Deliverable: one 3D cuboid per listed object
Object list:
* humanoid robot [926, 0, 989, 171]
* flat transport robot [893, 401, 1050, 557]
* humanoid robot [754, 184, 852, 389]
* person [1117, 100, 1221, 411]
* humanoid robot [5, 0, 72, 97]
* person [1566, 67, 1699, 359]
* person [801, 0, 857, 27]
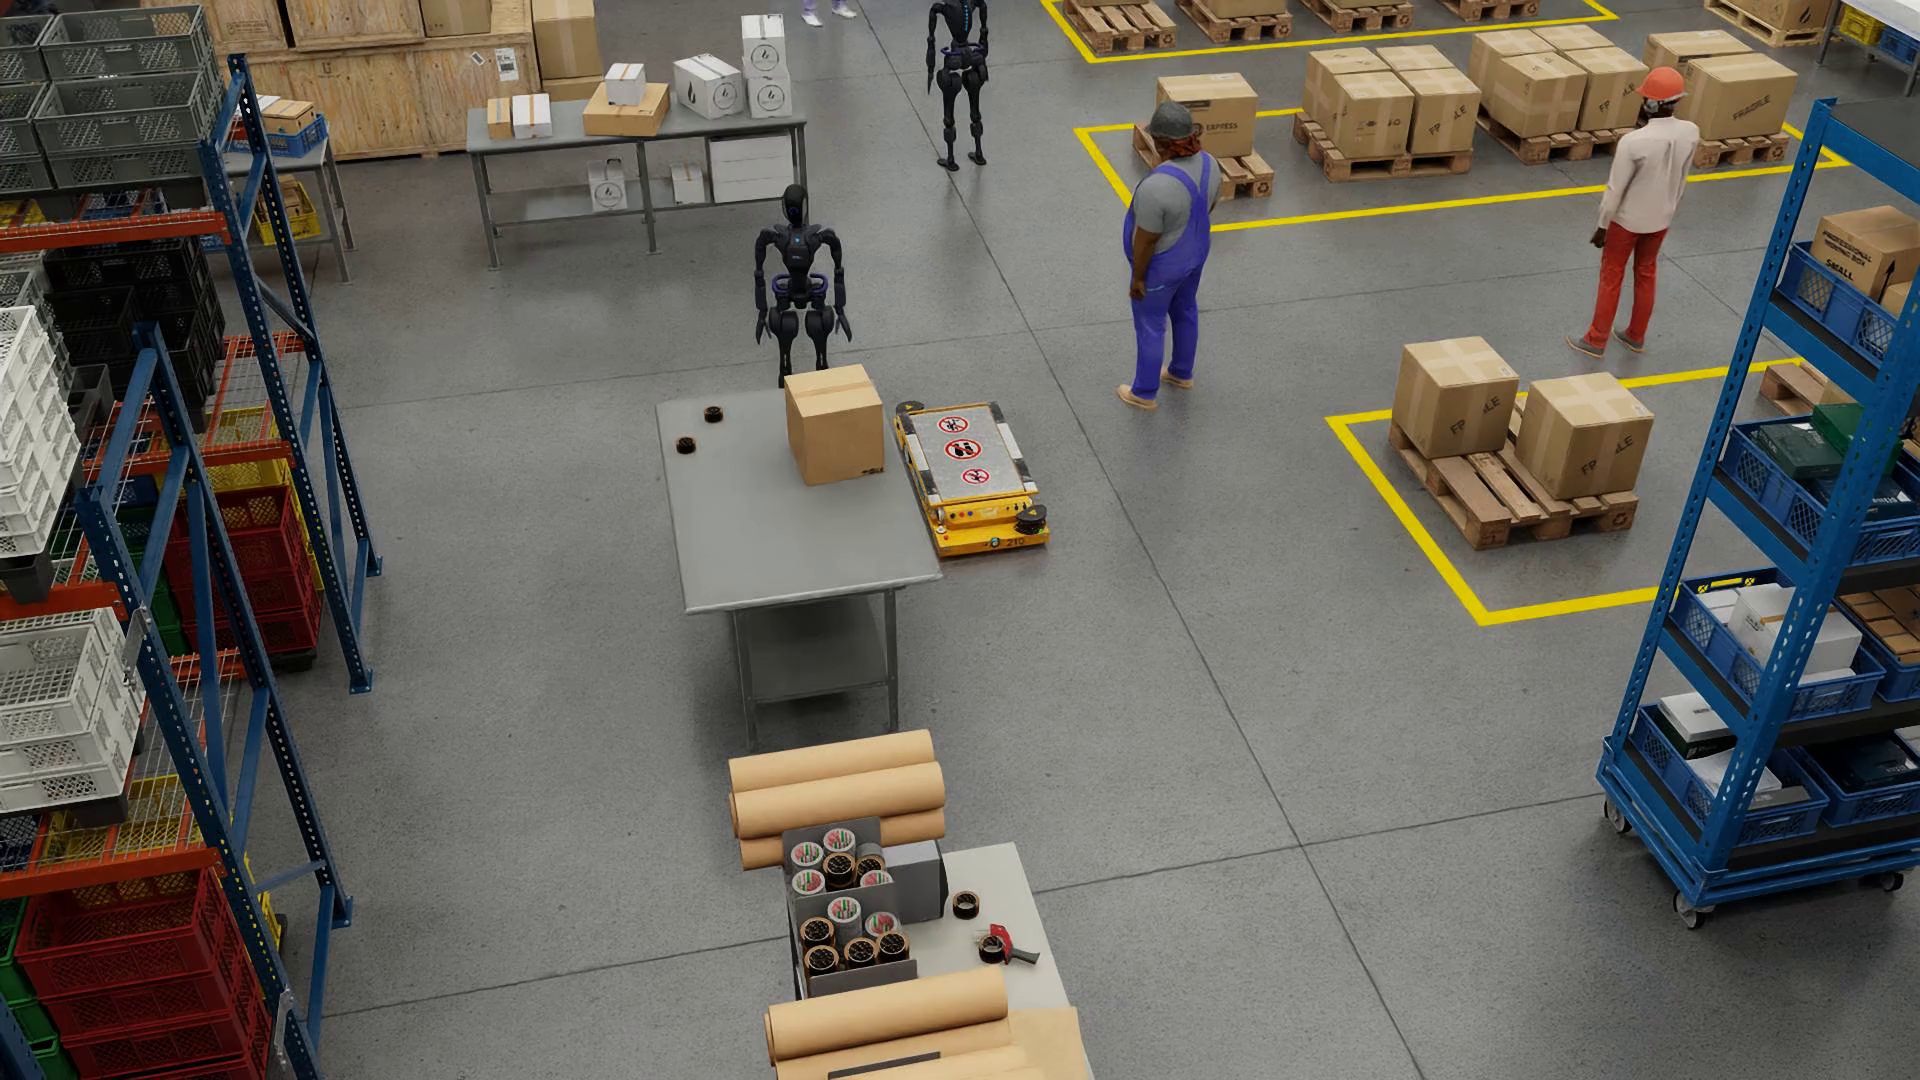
[{"bbox_3d":[-0.002,-3.863,13.564,0.572,1.651,0.339,-17,40,-21],"label":"humanoid robot"},{"bbox_3d":[0.046,-0.430,10.108,0.652,0.197,1.431,-8,37,-10],"label":"flat transport robot"},{"bbox_3d":[-0.970,-1.413,10.260,0.602,1.658,0.324,-2,37,-3],"label":"humanoid robot"},{"bbox_3d":[1.276,-1.803,10.495,0.681,2.000,0.536,-30,46,-34],"label":"person"},{"bbox_3d":[-7.224,-3.680,13.328,0.470,1.645,0.571,15,39,20],"label":"humanoid robot"},{"bbox_3d":[4.468,-2.152,11.020,0.627,1.982,0.421,-11,38,-14],"label":"person"},{"bbox_3d":[-1.331,-6.018,16.275,0.632,1.909,0.420,-28,45,-32],"label":"person"}]
